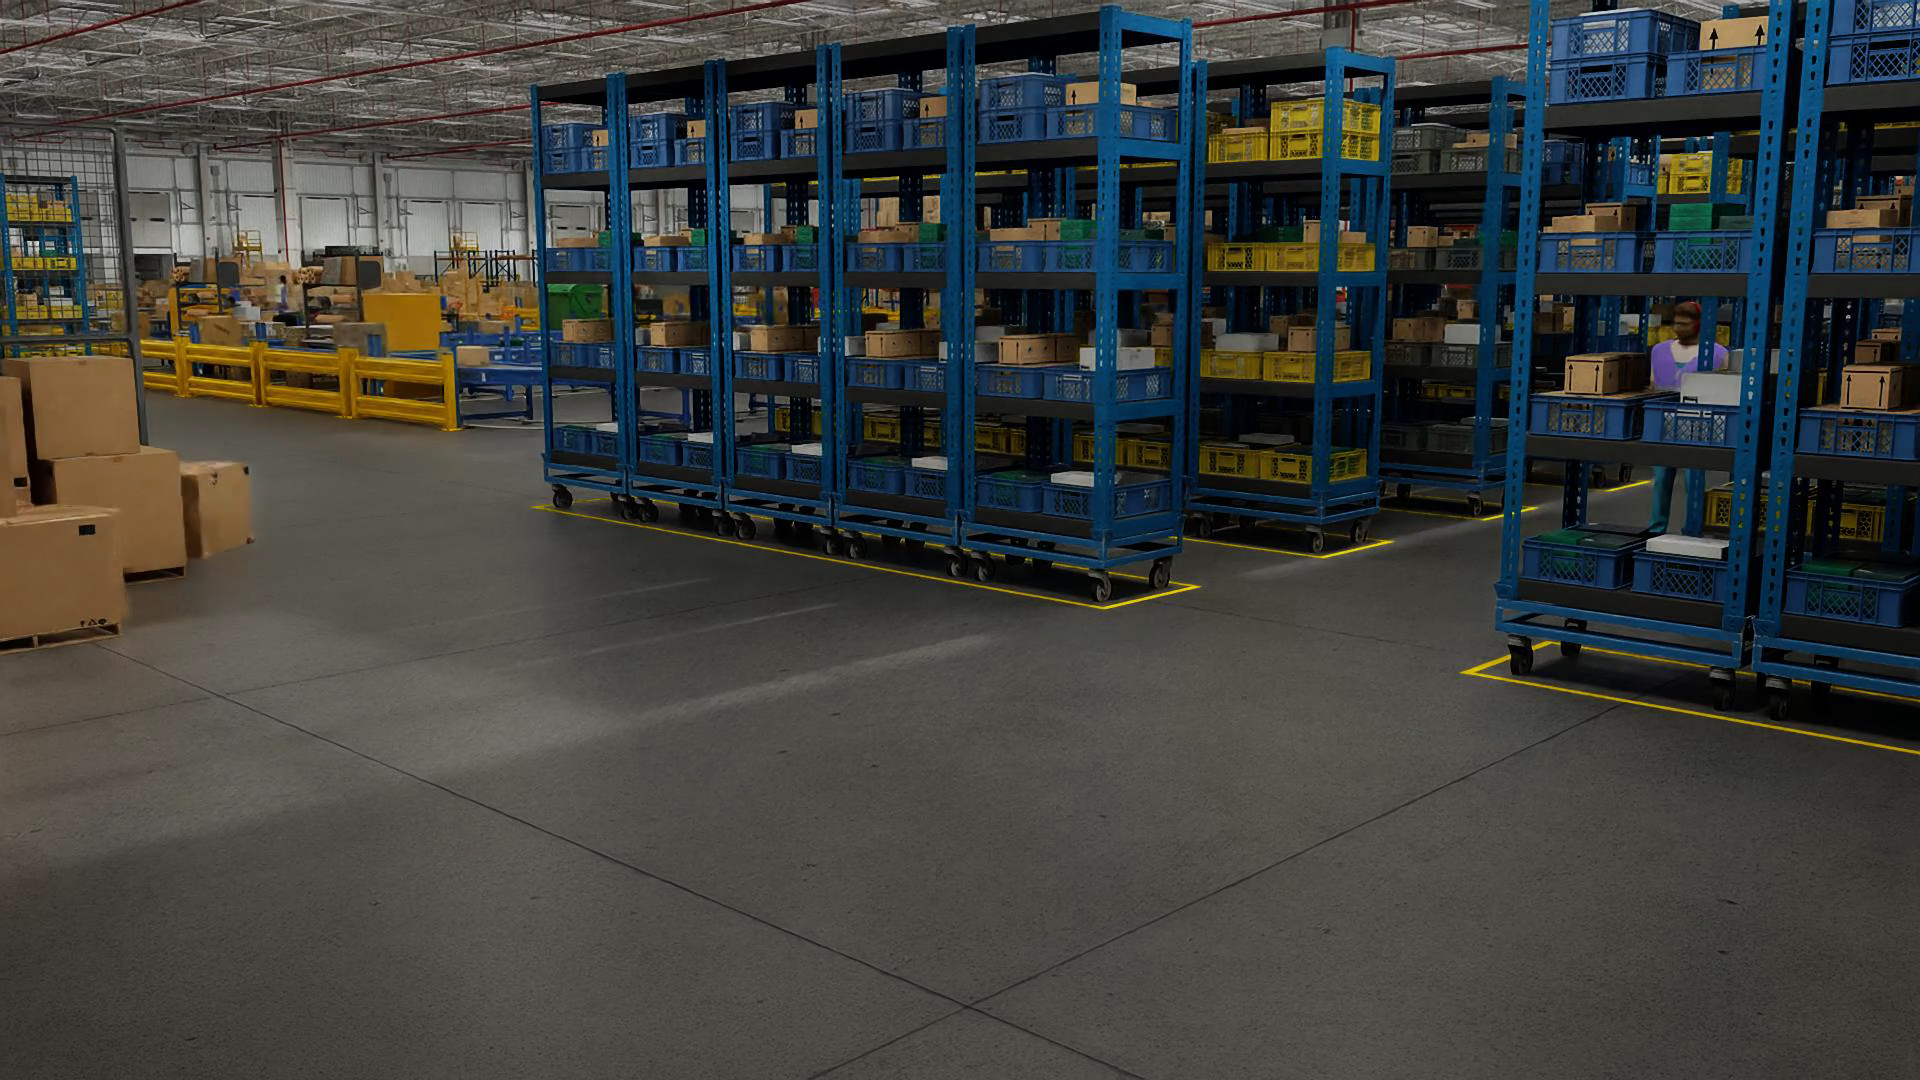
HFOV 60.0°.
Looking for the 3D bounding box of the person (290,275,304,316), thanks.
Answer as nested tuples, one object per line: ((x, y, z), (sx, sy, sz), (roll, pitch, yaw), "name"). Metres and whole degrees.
((-22.621, -8.128, 56.874), (0.539, 1.871, 1.011), (3, 10, 18), "person")

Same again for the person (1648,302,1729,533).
((5.188, -0.781, 11.922), (0.389, 1.837, 0.563), (-9, 13, -44), "person")

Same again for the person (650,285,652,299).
((-11.288, -8.710, 61.209), (0.394, 1.620, 0.500), (-2, 10, -13), "person")

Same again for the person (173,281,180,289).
((-26.050, -7.848, 55.578), (0.820, 1.731, 0.541), (-6, 11, -32), "person")

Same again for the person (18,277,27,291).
((-44.769, -11.913, 79.689), (0.373, 1.997, 0.618), (8, 12, 41), "person")

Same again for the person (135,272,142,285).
((-42.582, -12.946, 86.306), (0.605, 1.893, 0.798), (5, 11, 30), "person")

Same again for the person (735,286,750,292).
((-8.298, -9.211, 63.362), (0.566, 1.914, 0.410), (1, 9, 8), "person")

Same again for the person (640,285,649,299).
((-12.685, -9.662, 67.074), (0.383, 1.618, 0.561), (-7, 12, -38), "person")

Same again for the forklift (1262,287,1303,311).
((10.769, -8.203, 54.240), (1.129, 2.768, 1.873), (8, 12, 42), "forklift")

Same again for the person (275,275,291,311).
((-23.251, -8.137, 56.973), (0.593, 1.869, 1.001), (9, 13, 43), "person")

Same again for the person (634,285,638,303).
((-16.944, -12.920, 85.730), (0.537, 2.000, 0.715), (8, 12, 41), "person")

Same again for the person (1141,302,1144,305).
((3.572, -4.359, 34.185), (0.539, 1.738, 0.777), (6, 11, 32), "person")

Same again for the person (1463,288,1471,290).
((19.233, -9.061, 63.357), (0.630, 1.609, 0.508), (-5, 10, -26), "person")

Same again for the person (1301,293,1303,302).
((10.787, -7.291, 52.099), (0.738, 1.736, 0.553), (8, 12, 41), "person")

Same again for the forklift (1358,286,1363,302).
((11.100, -7.017, 46.970), (1.873, 2.768, 1.129), (9, 13, 43), "forklift")
